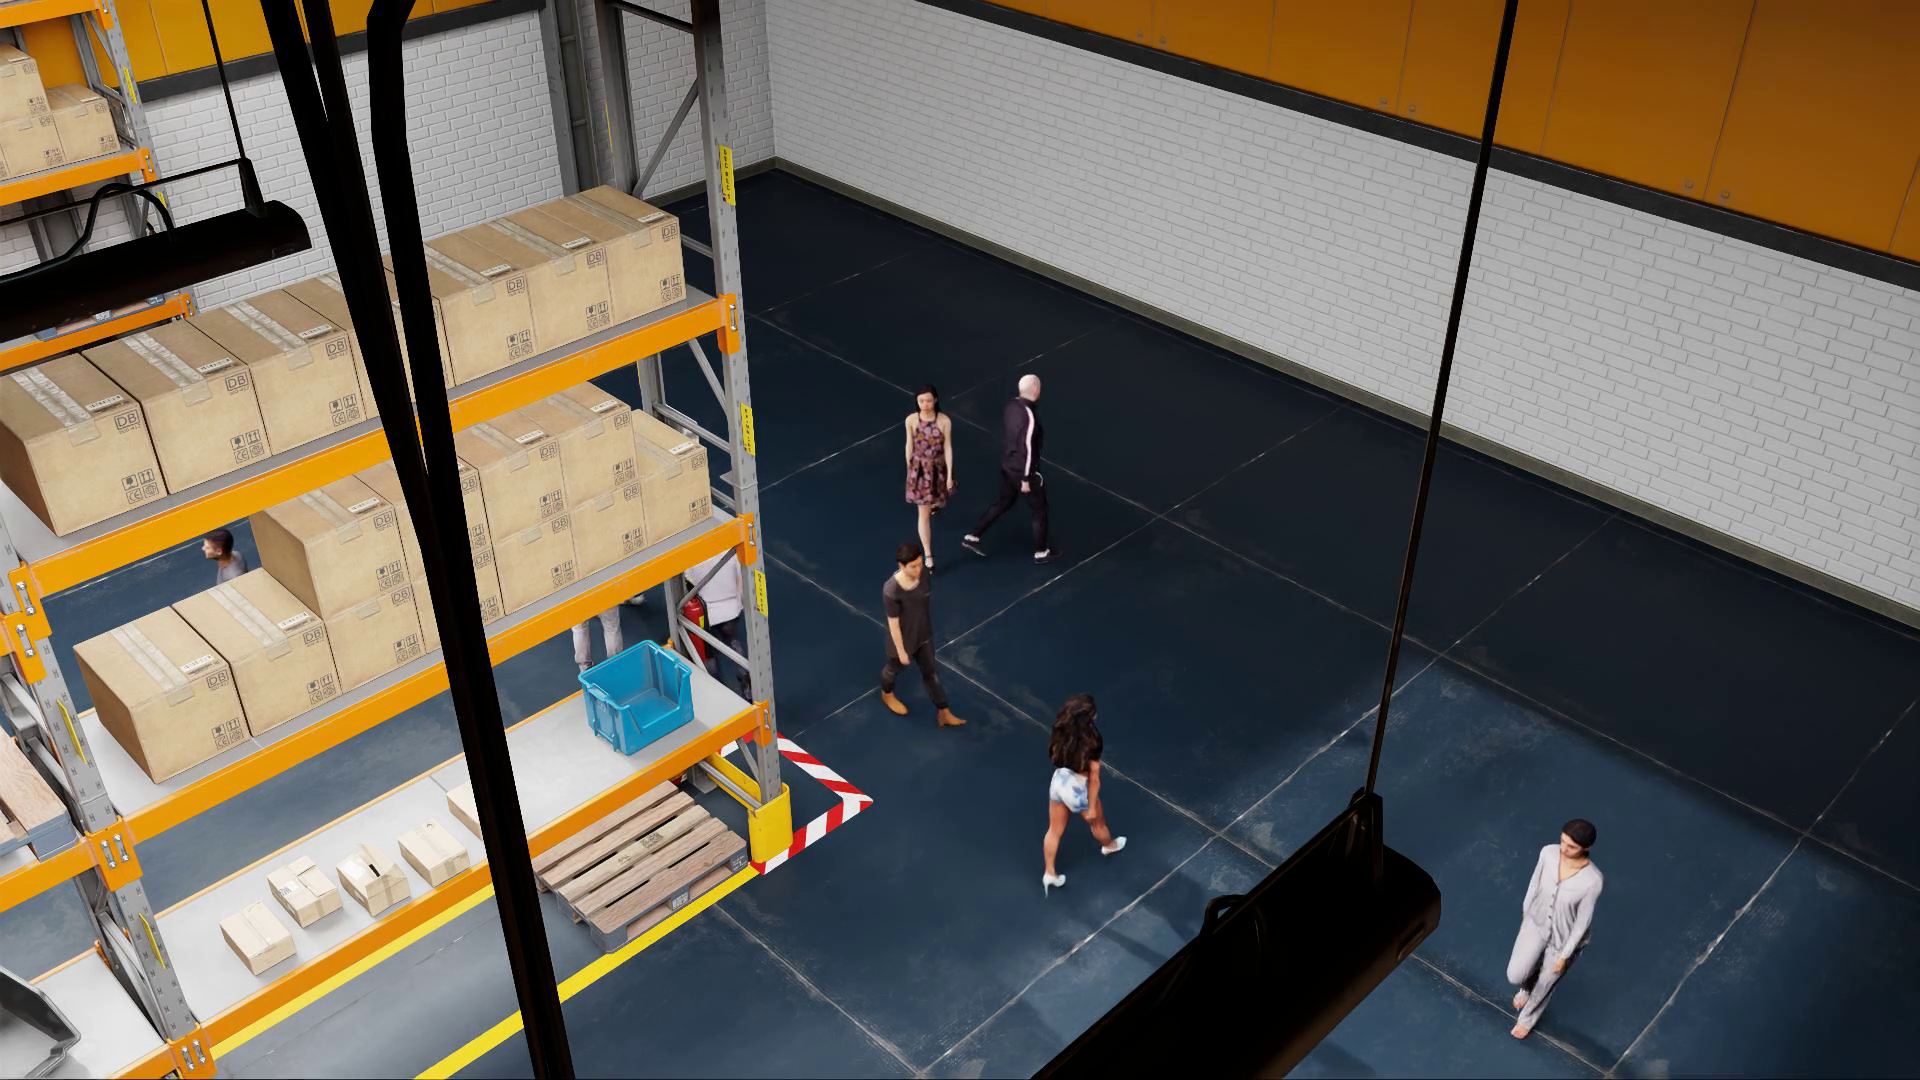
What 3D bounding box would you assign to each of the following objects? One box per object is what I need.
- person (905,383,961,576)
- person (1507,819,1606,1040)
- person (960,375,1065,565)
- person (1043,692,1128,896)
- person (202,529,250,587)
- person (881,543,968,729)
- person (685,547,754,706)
[{"bbox_3d":[-0.248,-0.598,14.525,1.082,1.751,1.137,1,34,1],"label":"person"},{"bbox_3d":[3.664,2.330,10.110,0.668,1.762,0.586,-28,42,-35],"label":"person"},{"bbox_3d":[0.430,-0.578,14.454,1.201,1.796,0.939,-11,35,-16],"label":"person"},{"bbox_3d":[0.706,1.742,11.147,0.958,1.593,0.610,-26,41,-33],"label":"person"},{"bbox_3d":[-5.417,0.660,12.624,0.662,1.760,0.687,-14,36,-20],"label":"person"},{"bbox_3d":[-0.457,0.687,12.664,0.970,1.671,0.677,-29,43,-36],"label":"person"},{"bbox_3d":[-1.812,0.583,12.684,0.815,1.822,0.840,-24,41,-32],"label":"person"}]
